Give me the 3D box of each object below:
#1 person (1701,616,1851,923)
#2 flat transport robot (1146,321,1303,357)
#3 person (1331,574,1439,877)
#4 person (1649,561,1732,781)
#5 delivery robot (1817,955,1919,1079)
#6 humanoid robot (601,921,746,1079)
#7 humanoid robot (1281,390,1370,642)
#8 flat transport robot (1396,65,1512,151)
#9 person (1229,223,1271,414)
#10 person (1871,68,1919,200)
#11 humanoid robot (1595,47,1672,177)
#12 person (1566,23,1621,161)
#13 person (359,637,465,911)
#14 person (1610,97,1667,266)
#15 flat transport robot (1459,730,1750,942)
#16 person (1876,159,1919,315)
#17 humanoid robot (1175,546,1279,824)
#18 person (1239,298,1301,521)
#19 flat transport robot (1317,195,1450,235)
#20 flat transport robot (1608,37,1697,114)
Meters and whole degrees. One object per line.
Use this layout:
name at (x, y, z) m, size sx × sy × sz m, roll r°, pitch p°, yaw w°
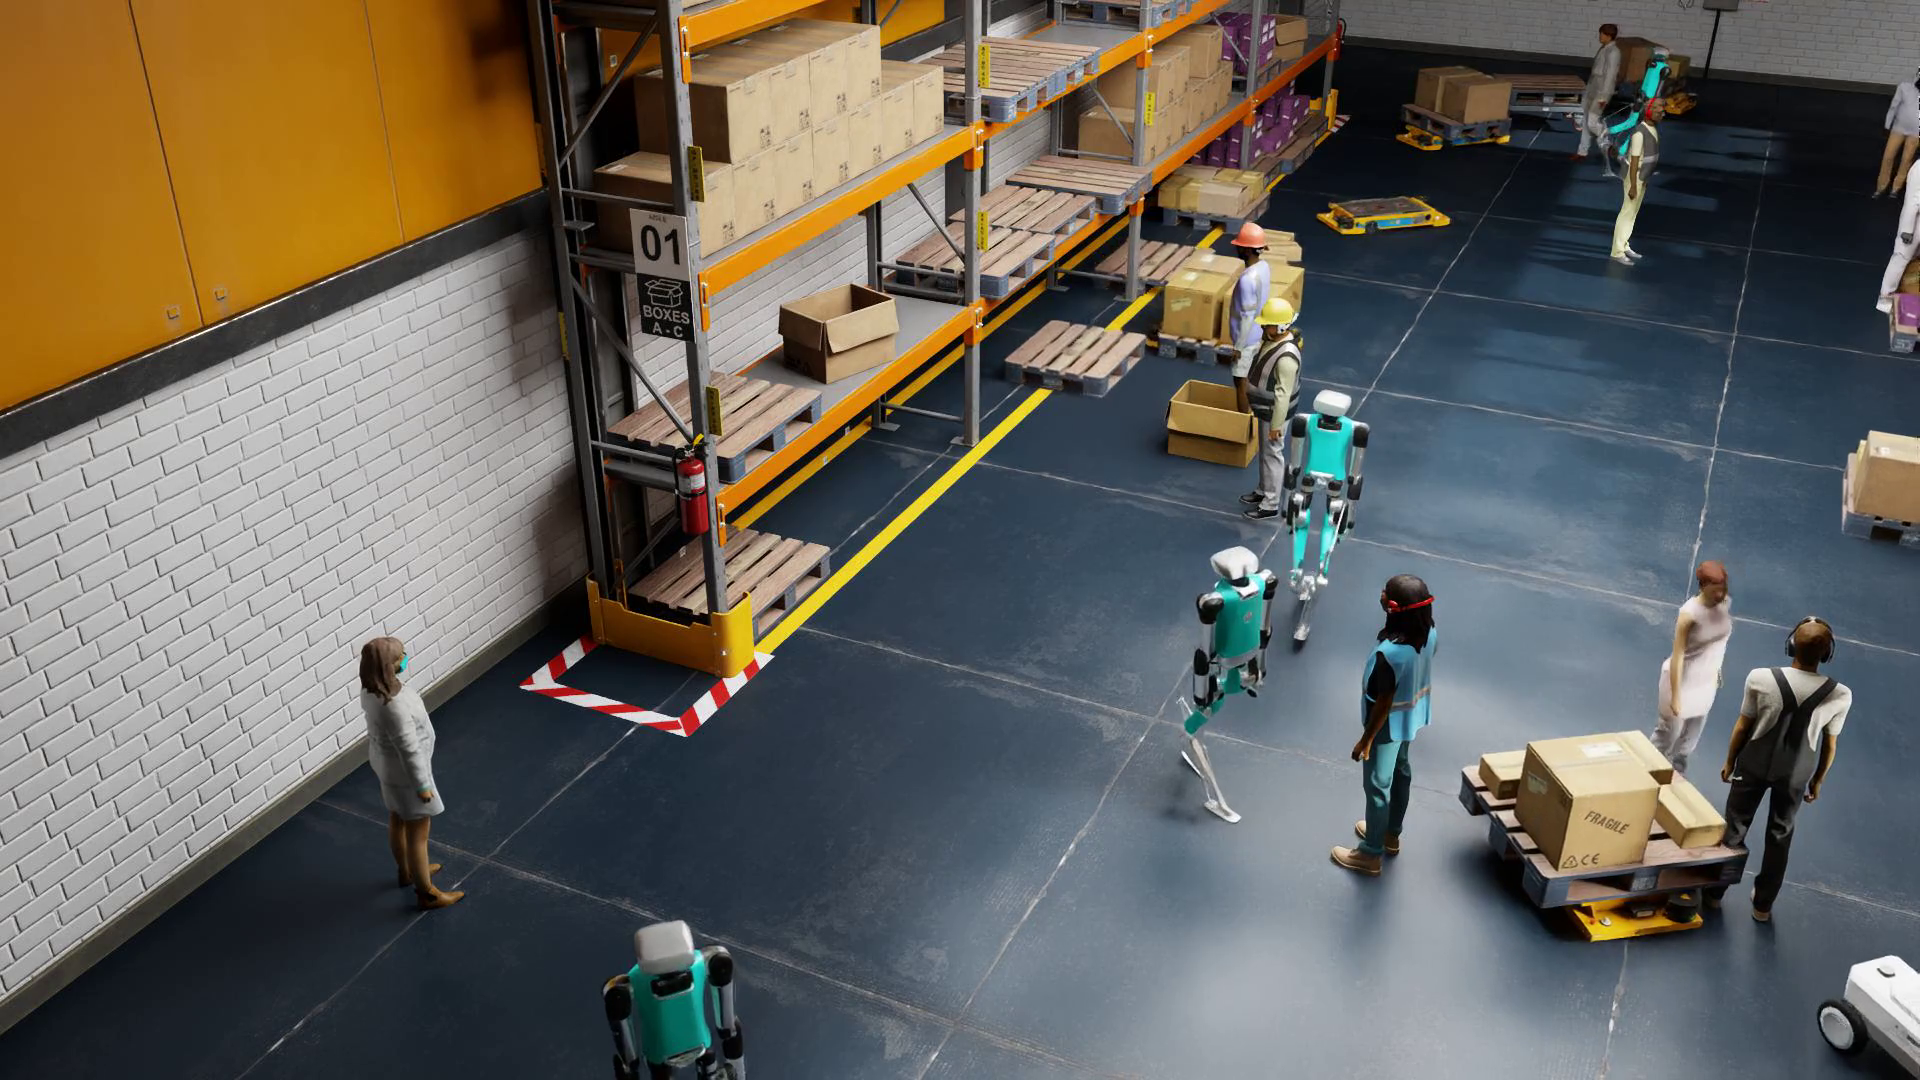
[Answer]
person at (4.320, 1.222, 8.817) m, size 0.499 × 1.839 × 0.343 m, roll 9°, pitch 30°, yaw 16°
flat transport robot at (2.606, -1.997, 16.431) m, size 1.431 × 0.231 × 0.659 m, roll 12°, pitch 31°, yaw 21°
person at (2.366, 1.022, 9.153) m, size 0.391 × 1.866 × 0.525 m, roll 23°, pitch 36°, yaw 36°
person at (4.260, 0.845, 9.715) m, size 0.483 × 1.646 × 0.348 m, roll -16°, pitch 32°, yaw -27°
delivery robot at (4.622, 2.371, 8.040) m, size 0.499 × 0.602 × 0.801 m, roll -9°, pitch 30°, yaw -16°
humanoid robot at (-1.047, 2.433, 6.727) m, size 0.538 × 1.835 × 0.748 m, roll -13°, pitch 31°, yaw -22°
humanoid robot at (2.424, -0.102, 11.401) m, size 0.530 × 1.730 × 1.064 m, roll 11°, pitch 30°, yaw 19°
flat transport robot at (6.888, -5.660, 23.223) m, size 1.431 × 0.231 × 0.659 m, roll -10°, pitch 30°, yaw -18°
person at (2.427, -1.768, 14.250) m, size 0.354 × 1.936 × 0.550 m, roll 11°, pitch 30°, yaw 20°
person at (11.715, -5.056, 20.561) m, size 0.572 × 1.721 × 0.704 m, roll 18°, pitch 33°, yaw 30°
humanoid robot at (8.511, -5.355, 21.095) m, size 0.978 × 1.729 × 0.542 m, roll -2°, pitch 28°, yaw -3°
person at (8.484, -5.930, 22.091) m, size 0.512 × 1.816 × 0.531 m, roll -1°, pitch 28°, yaw -1°
person at (-2.974, 1.240, 8.960) m, size 0.335 × 1.659 × 0.495 m, roll -20°, pitch 34°, yaw -32°
person at (7.519, -3.996, 18.476) m, size 0.390 × 1.845 × 0.563 m, roll 18°, pitch 33°, yaw 29°
flat transport robot at (3.562, 1.729, 9.522) m, size 0.659 × 0.231 × 1.431 m, roll -5°, pitch 29°, yaw -9°
person at (9.832, -3.248, 17.028) m, size 0.406 × 1.905 × 0.650 m, roll 25°, pitch 37°, yaw 38°
humanoid robot at (1.447, 0.755, 9.809) m, size 0.563 × 1.782 × 0.886 m, roll -16°, pitch 32°, yaw -28°
person at (2.430, -1.029, 13.003) m, size 0.403 × 1.825 × 0.589 m, roll 0°, pitch 28°, yaw 0°
flat transport robot at (5.079, -3.893, 19.947) m, size 1.431 × 0.231 × 0.659 m, roll -8°, pitch 29°, yaw -14°
flat transport robot at (10.306, -6.692, 25.136) m, size 1.431 × 0.231 × 0.659 m, roll 22°, pitch 35°, yaw 35°
